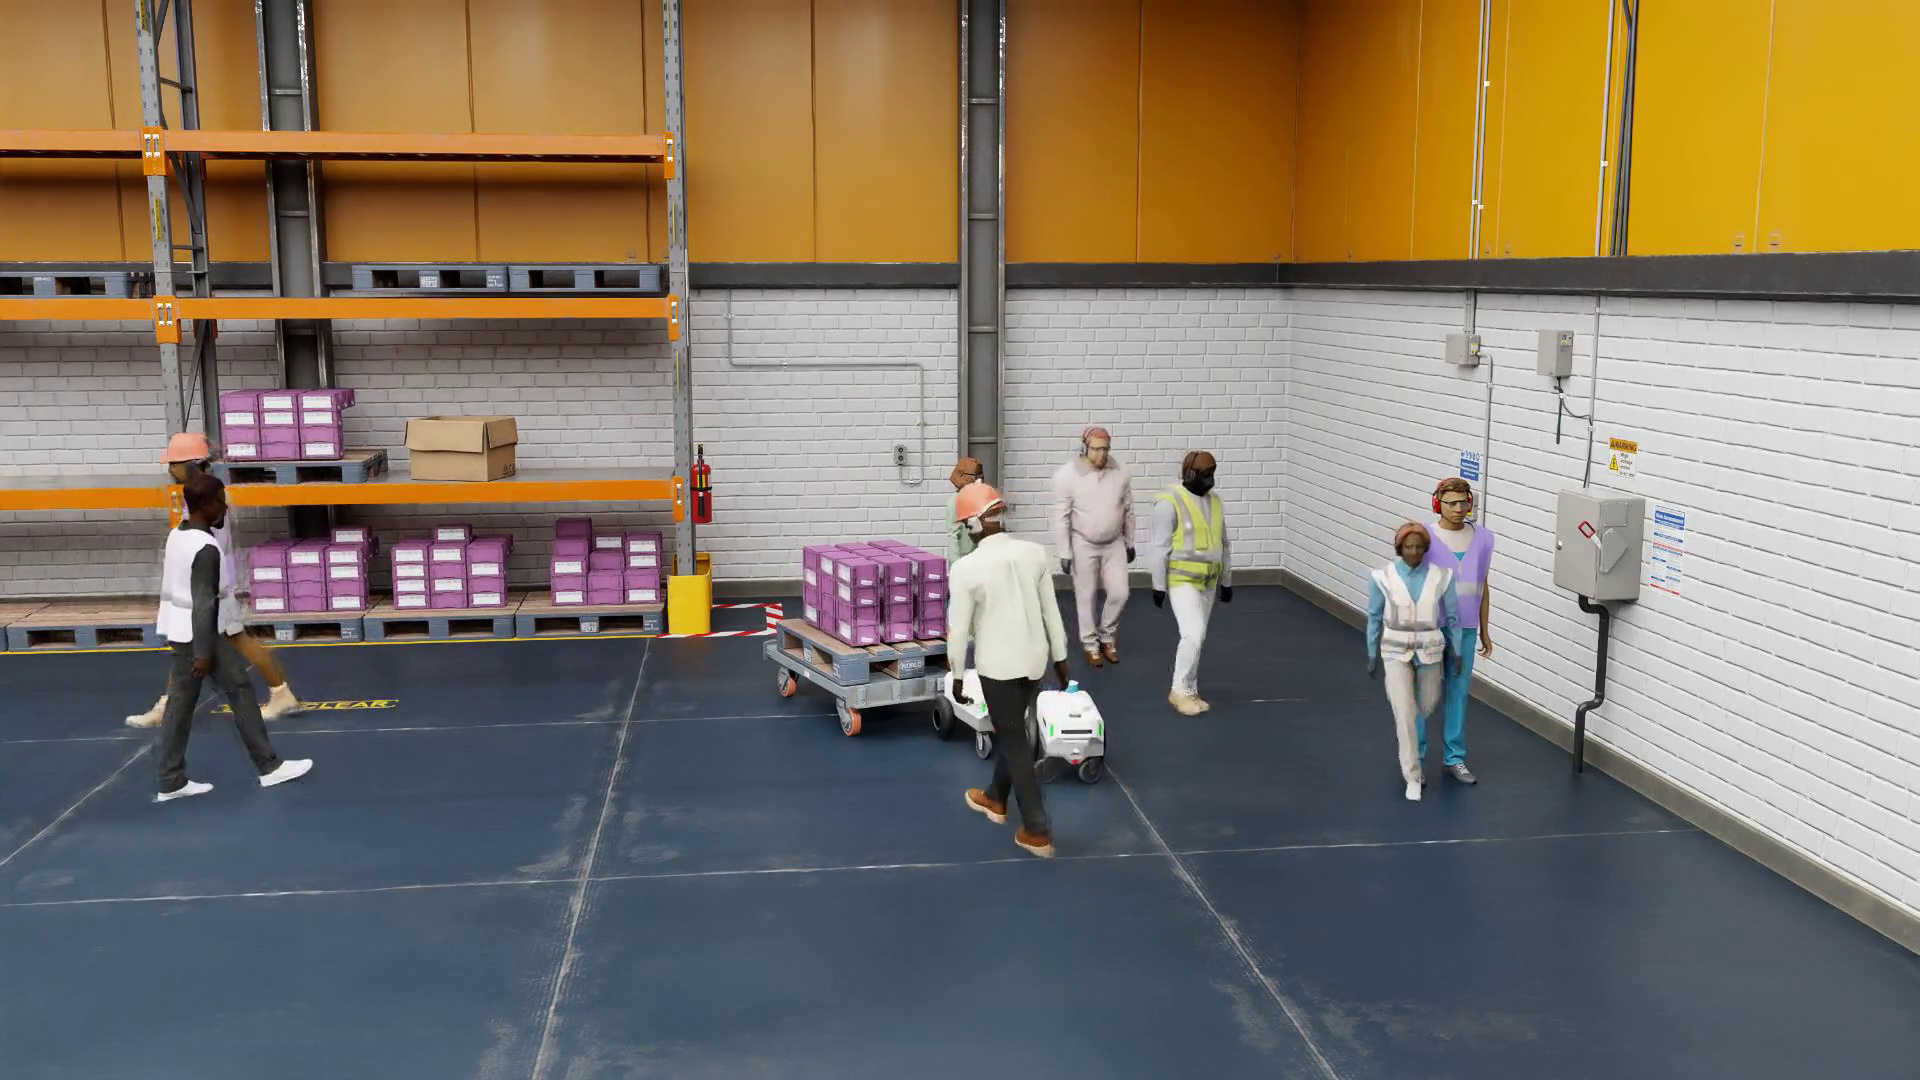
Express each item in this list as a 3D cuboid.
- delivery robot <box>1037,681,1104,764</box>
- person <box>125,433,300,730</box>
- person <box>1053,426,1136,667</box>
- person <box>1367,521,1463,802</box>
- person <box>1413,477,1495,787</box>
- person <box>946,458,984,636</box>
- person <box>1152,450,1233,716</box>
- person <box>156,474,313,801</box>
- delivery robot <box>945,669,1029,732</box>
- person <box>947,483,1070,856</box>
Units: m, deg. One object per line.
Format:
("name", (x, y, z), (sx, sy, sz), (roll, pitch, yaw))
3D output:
("delivery robot", (0.665, 1.098, 10.097), (0.477, 0.478, 0.707), (0, 9, -3))
("person", (-4.996, 0.277, 11.089), (1.065, 1.995, 0.626), (-5, 10, -29))
("person", (1.049, 0.052, 12.780), (0.693, 1.882, 0.433), (-3, 9, -16))
("person", (2.665, 0.665, 9.811), (0.542, 1.609, 0.753), (1, 9, 6))
("person", (2.877, 0.537, 9.874), (0.575, 1.843, 0.375), (-2, 9, -10))
("person", (0.048, 0.167, 12.876), (0.280, 1.624, 0.493), (4, 10, 25))
("person", (1.632, 0.298, 11.411), (0.647, 1.825, 0.528), (-8, 12, -41))
("person", (-4.295, 0.551, 9.711), (0.597, 1.878, 0.932), (9, 13, 44))
("delivery robot", (0.167, 1.008, 10.661), (0.477, 0.478, 0.707), (-3, 10, -21))
("person", (0.189, 0.659, 8.864), (0.672, 1.927, 0.946), (-7, 11, -36))
